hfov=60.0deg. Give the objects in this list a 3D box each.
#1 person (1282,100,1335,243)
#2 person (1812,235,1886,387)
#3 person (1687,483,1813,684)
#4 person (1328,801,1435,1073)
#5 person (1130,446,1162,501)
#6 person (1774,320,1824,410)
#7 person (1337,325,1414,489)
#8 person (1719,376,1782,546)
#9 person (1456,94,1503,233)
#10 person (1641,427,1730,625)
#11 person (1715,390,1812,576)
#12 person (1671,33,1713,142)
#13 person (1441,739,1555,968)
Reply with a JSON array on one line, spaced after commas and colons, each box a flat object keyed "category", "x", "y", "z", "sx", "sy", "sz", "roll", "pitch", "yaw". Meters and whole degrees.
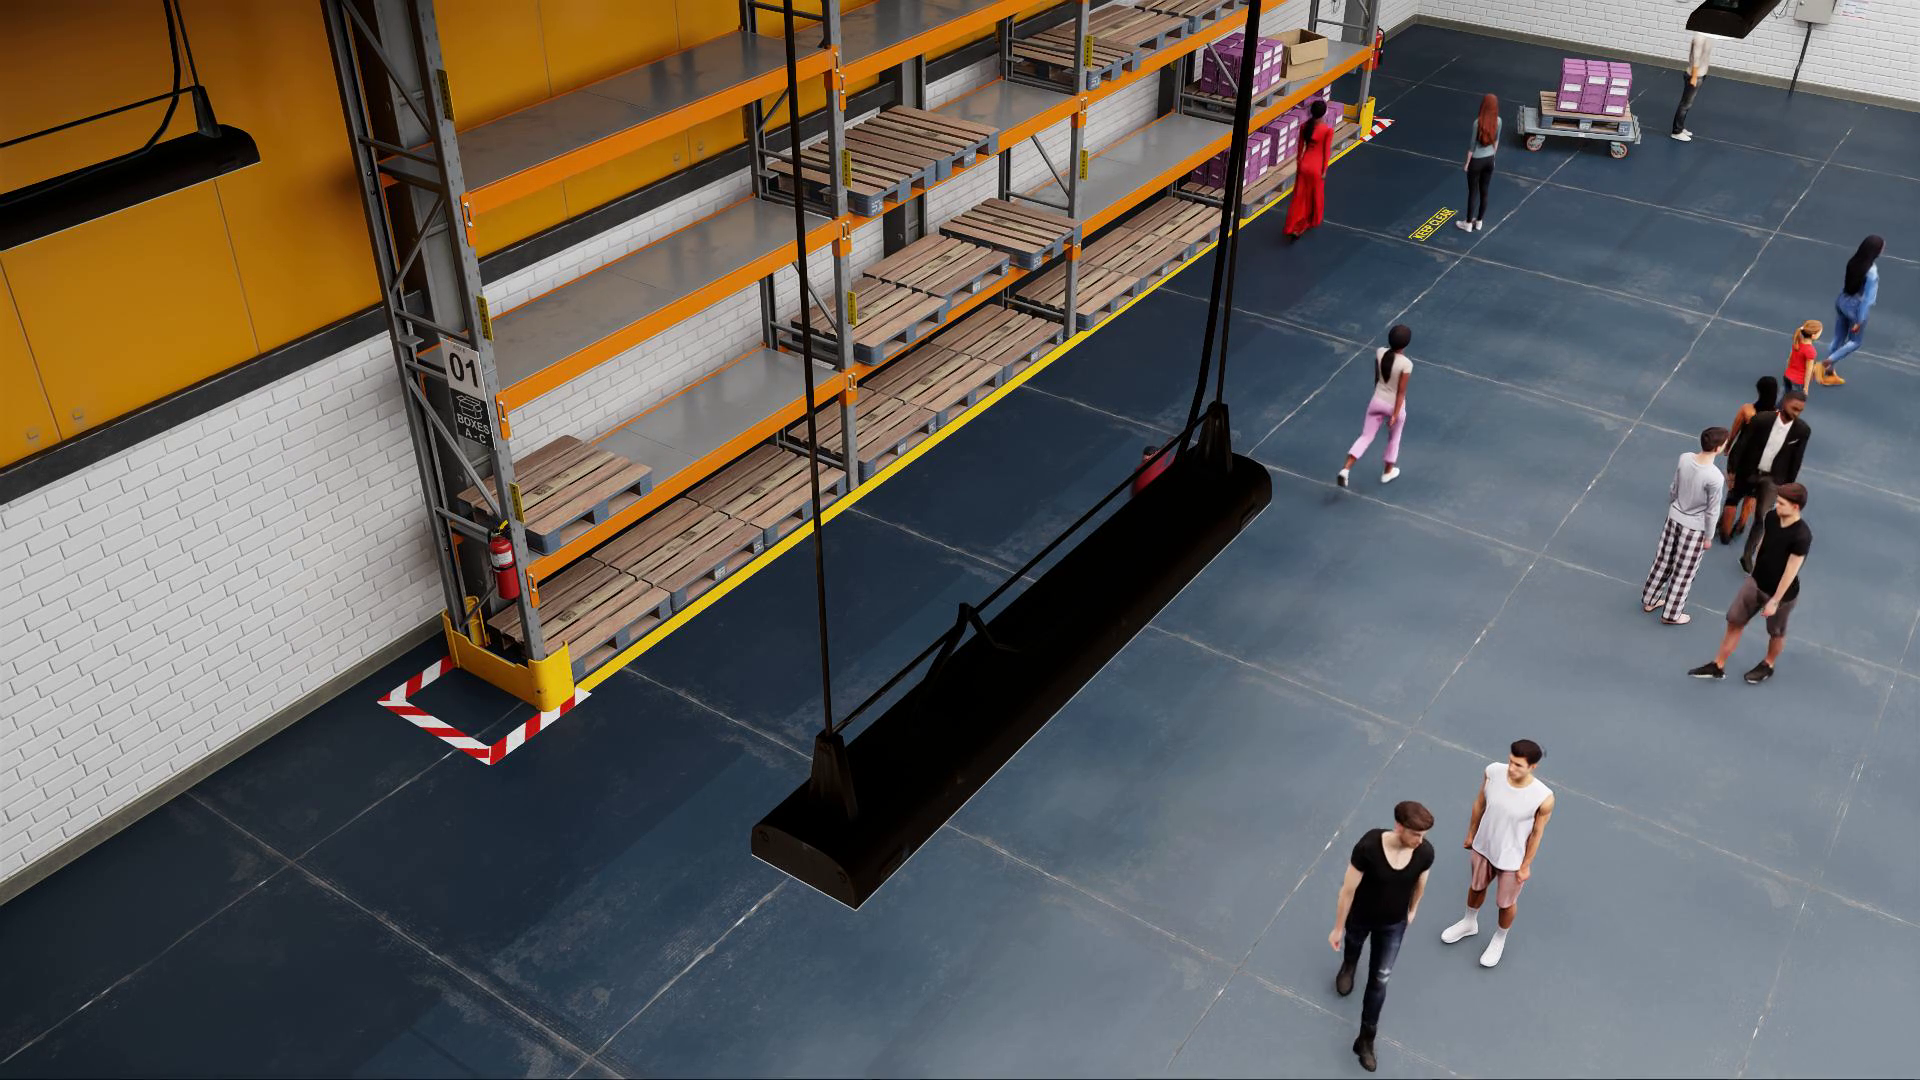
[{"category": "person", "x": 4.301, "y": -4.526, "z": 20.600, "sx": 0.688, "sy": 1.741, "sz": 1.179, "roll": 18, "pitch": 38, "yaw": 25}, {"category": "person", "x": 9.234, "y": -2.376, "z": 17.404, "sx": 0.889, "sy": 1.698, "sz": 0.829, "roll": -4, "pitch": 34, "yaw": -6}, {"category": "person", "x": 6.521, "y": 0.361, "z": 13.170, "sx": 1.128, "sy": 1.827, "sz": 1.011, "roll": -12, "pitch": 35, "yaw": -17}, {"category": "person", "x": 2.573, "y": 2.251, "z": 10.319, "sx": 1.049, "sy": 1.836, "sz": 1.343, "roll": 7, "pitch": 34, "yaw": 10}, {"category": "person", "x": 1.690, "y": -0.328, "z": 14.736, "sx": 0.548, "sy": 1.241, "sz": 0.563, "roll": 13, "pitch": 36, "yaw": 19}, {"category": "person", "x": 8.326, "y": -1.600, "z": 16.588, "sx": 0.632, "sy": 1.310, "sz": 0.571, "roll": -5, "pitch": 34, "yaw": -8}, {"category": "person", "x": 3.945, "y": -1.219, "z": 15.646, "sx": 1.118, "sy": 1.717, "sz": 0.713, "roll": -27, "pitch": 42, "yaw": -34}, {"category": "person", "x": 7.078, "y": -0.685, "z": 14.902, "sx": 0.667, "sy": 1.651, "sz": 0.689, "roll": 14, "pitch": 36, "yaw": 19}, {"category": "person", "x": 6.554, "y": -4.747, "z": 20.932, "sx": 0.647, "sy": 1.742, "sz": 0.721, "roll": -9, "pitch": 35, "yaw": -13}, {"category": "person", "x": 6.083, "y": -0.133, "z": 13.896, "sx": 0.704, "sy": 1.847, "sz": 0.706, "roll": -14, "pitch": 36, "yaw": -20}, {"category": "person", "x": 7.040, "y": -0.603, "z": 14.691, "sx": 0.842, "sy": 1.750, "sz": 1.145, "roll": 18, "pitch": 37, "yaw": 25}, {"category": "person", "x": 10.466, "y": -6.640, "z": 23.717, "sx": 0.721, "sy": 1.812, "sz": 0.506, "roll": 18, "pitch": 37, "yaw": 24}, {"category": "person", "x": 3.523, "y": 1.985, "z": 10.761, "sx": 0.647, "sy": 1.789, "sz": 0.686, "roll": -26, "pitch": 42, "yaw": -34}]
